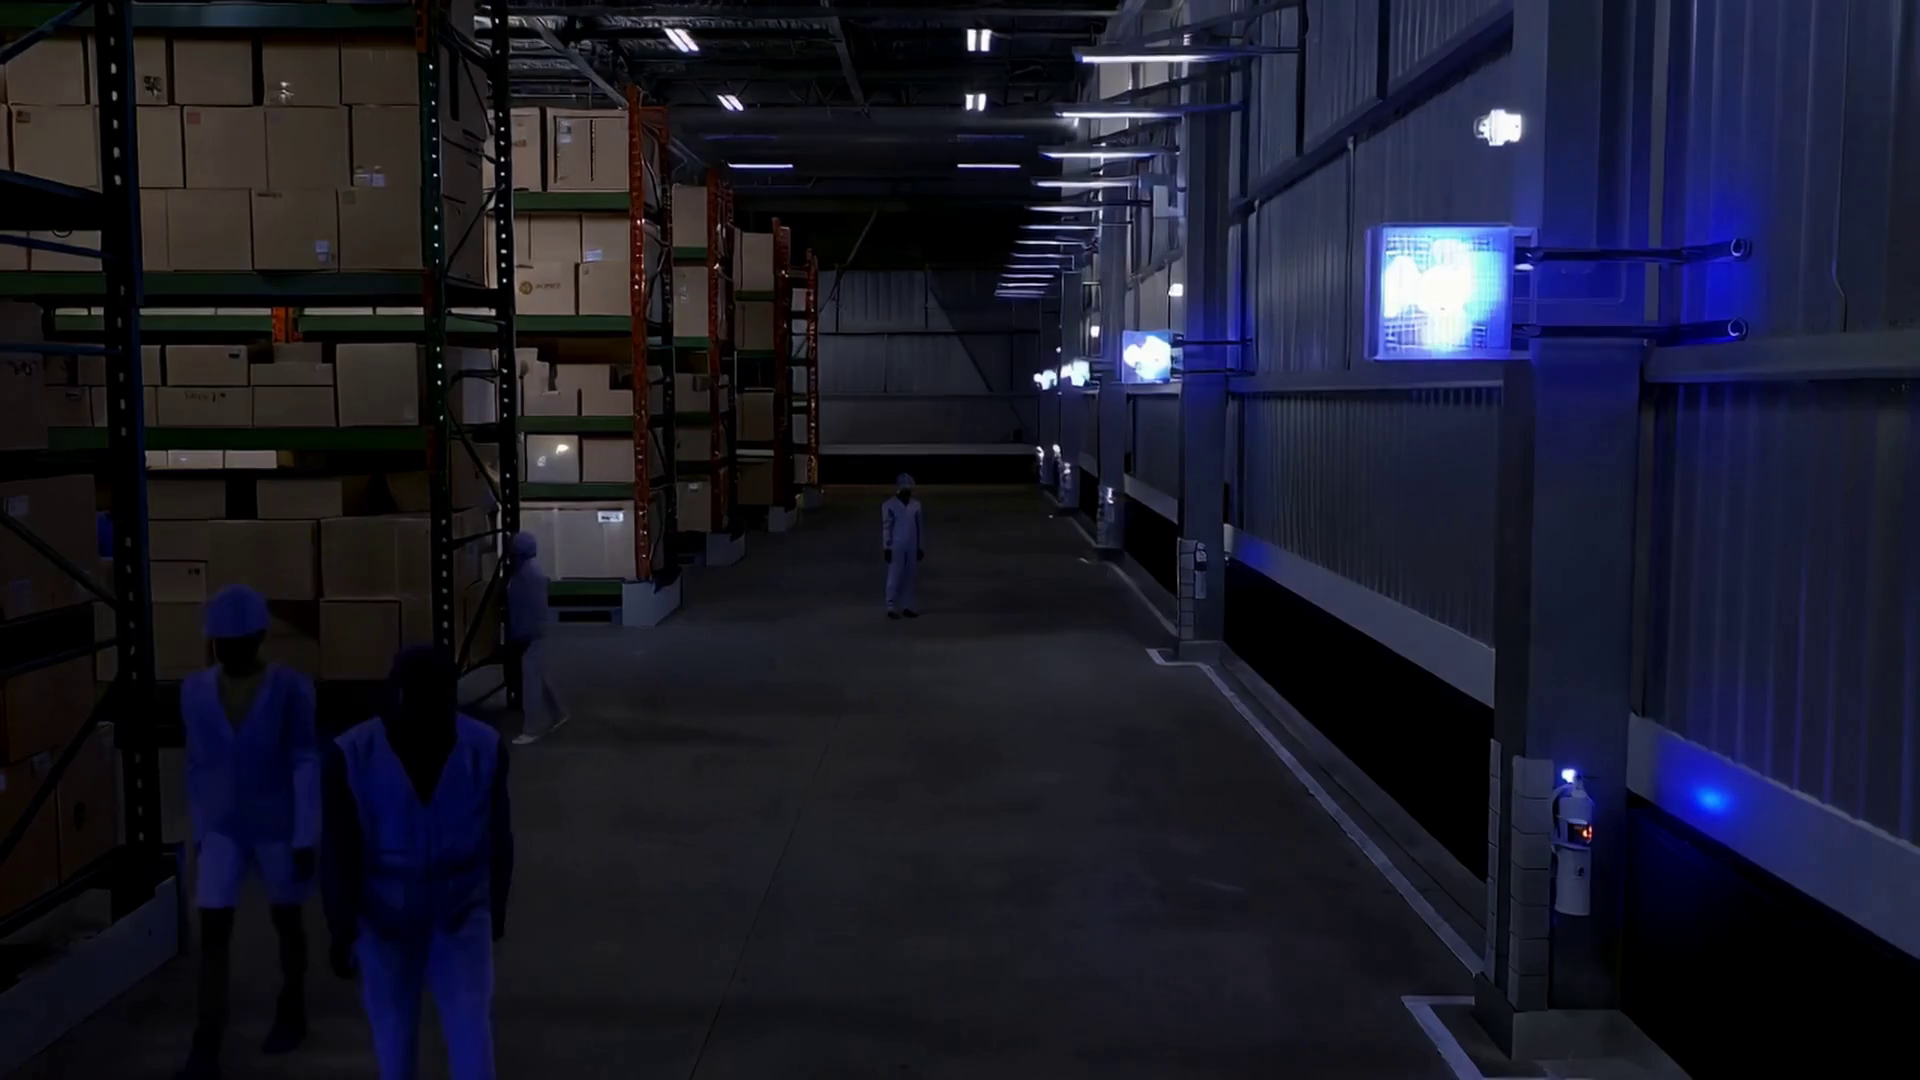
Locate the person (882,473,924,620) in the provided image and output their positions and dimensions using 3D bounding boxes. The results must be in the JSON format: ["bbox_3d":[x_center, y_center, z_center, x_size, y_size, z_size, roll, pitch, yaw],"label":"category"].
[{"bbox_3d":[-0.654,0.074,19.612,0.583,1.743,0.361,-3,6,-35],"label":"person"}]

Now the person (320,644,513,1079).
[{"bbox_3d":[-1.755,1.260,5.460,0.629,1.808,0.893,-2,5,-23],"label":"person"}]

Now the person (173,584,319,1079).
[{"bbox_3d":[-2.766,1.128,6.406,0.566,1.896,0.919,0,5,-3],"label":"person"}]

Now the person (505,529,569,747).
[{"bbox_3d":[-3.201,0.730,12.651,0.531,1.629,0.693,-3,6,-31],"label":"person"}]
